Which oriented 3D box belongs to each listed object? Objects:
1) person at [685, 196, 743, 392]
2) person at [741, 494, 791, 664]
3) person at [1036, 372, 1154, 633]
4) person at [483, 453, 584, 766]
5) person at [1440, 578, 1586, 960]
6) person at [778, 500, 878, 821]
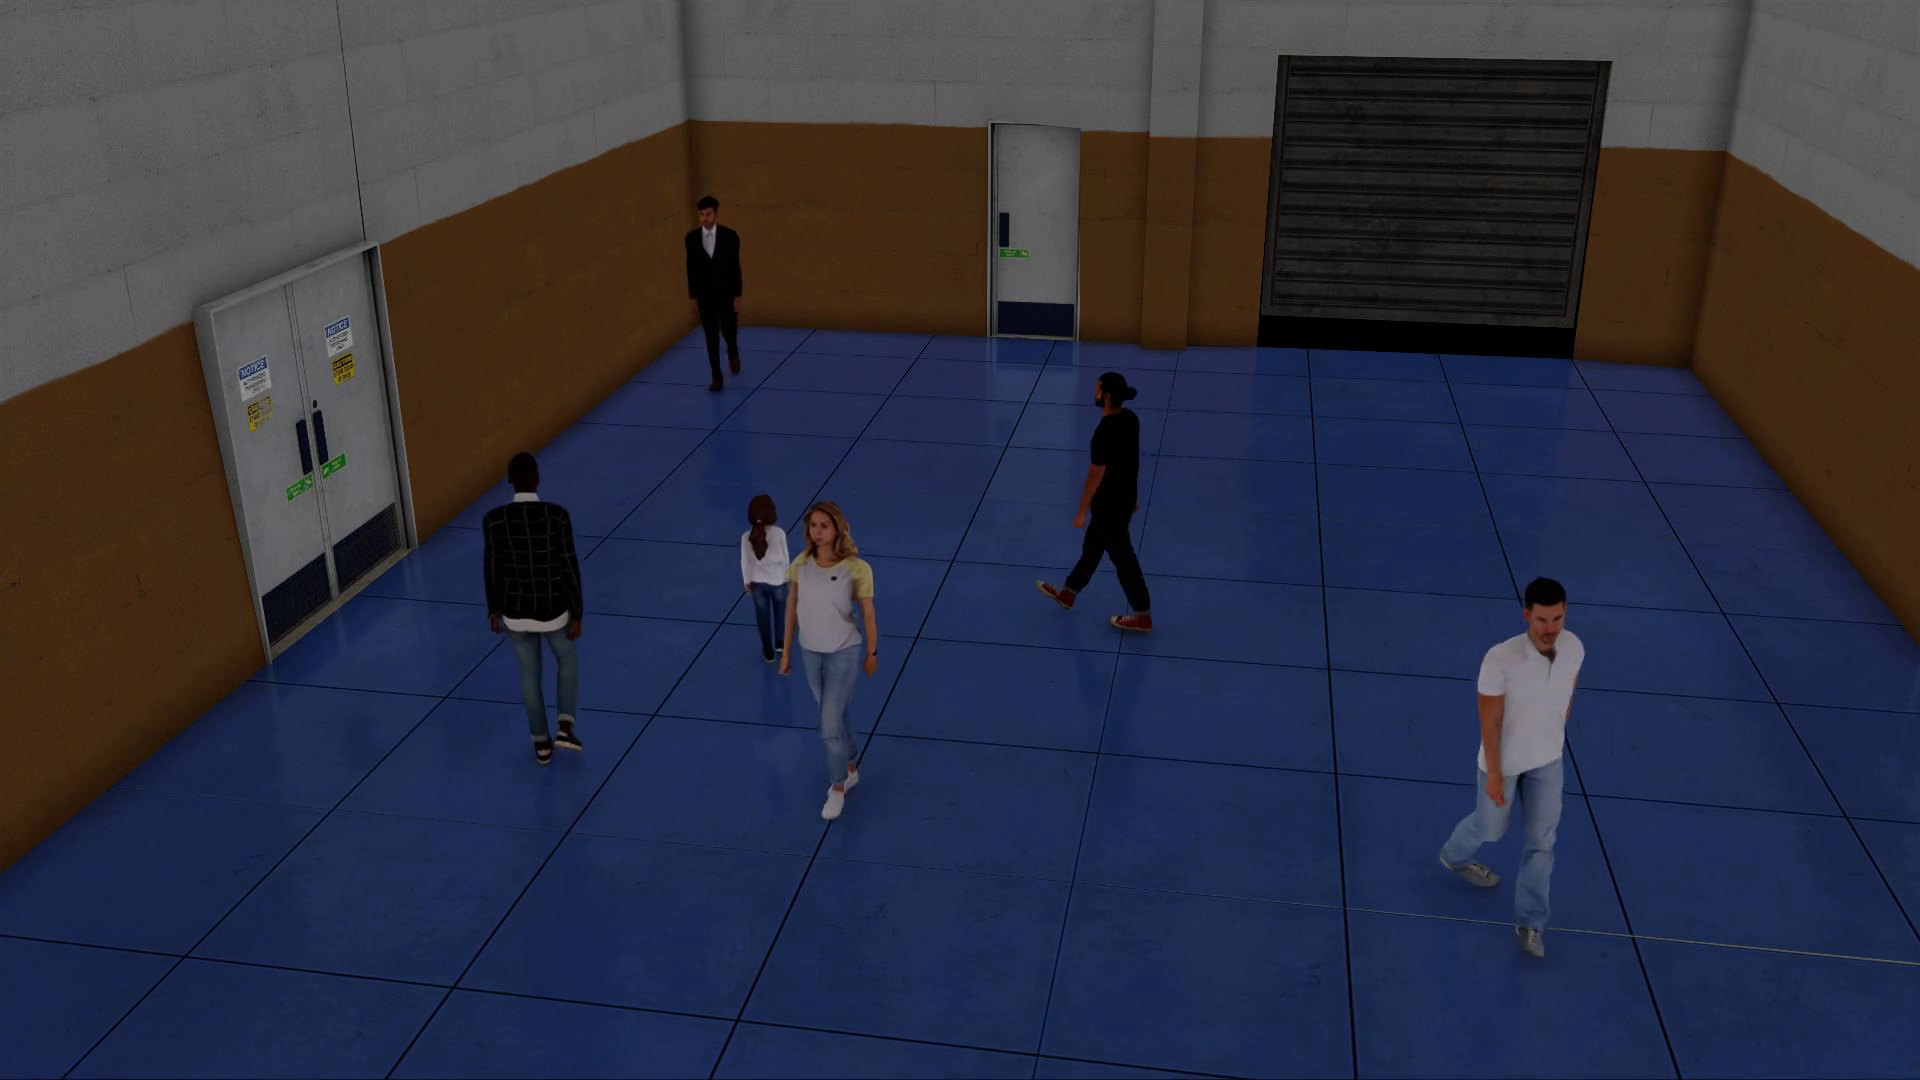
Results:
[{"bbox_3d":[-2.314,-2.339,16.015,0.863,1.759,0.796,2,22,5],"label":"person"},{"bbox_3d":[-1.202,0.252,10.444,0.509,1.105,0.583,-5,22,-11],"label":"person"},{"bbox_3d":[1.065,-0.201,10.747,1.159,1.719,0.831,10,24,23],"label":"person"},{"bbox_3d":[-2.316,0.428,9.065,0.794,1.806,0.868,-5,22,-12],"label":"person"},{"bbox_3d":[2.564,0.974,7.699,1.067,1.812,0.910,-5,22,-11],"label":"person"},{"bbox_3d":[-0.645,0.573,8.815,0.803,1.708,0.811,10,24,23],"label":"person"}]
